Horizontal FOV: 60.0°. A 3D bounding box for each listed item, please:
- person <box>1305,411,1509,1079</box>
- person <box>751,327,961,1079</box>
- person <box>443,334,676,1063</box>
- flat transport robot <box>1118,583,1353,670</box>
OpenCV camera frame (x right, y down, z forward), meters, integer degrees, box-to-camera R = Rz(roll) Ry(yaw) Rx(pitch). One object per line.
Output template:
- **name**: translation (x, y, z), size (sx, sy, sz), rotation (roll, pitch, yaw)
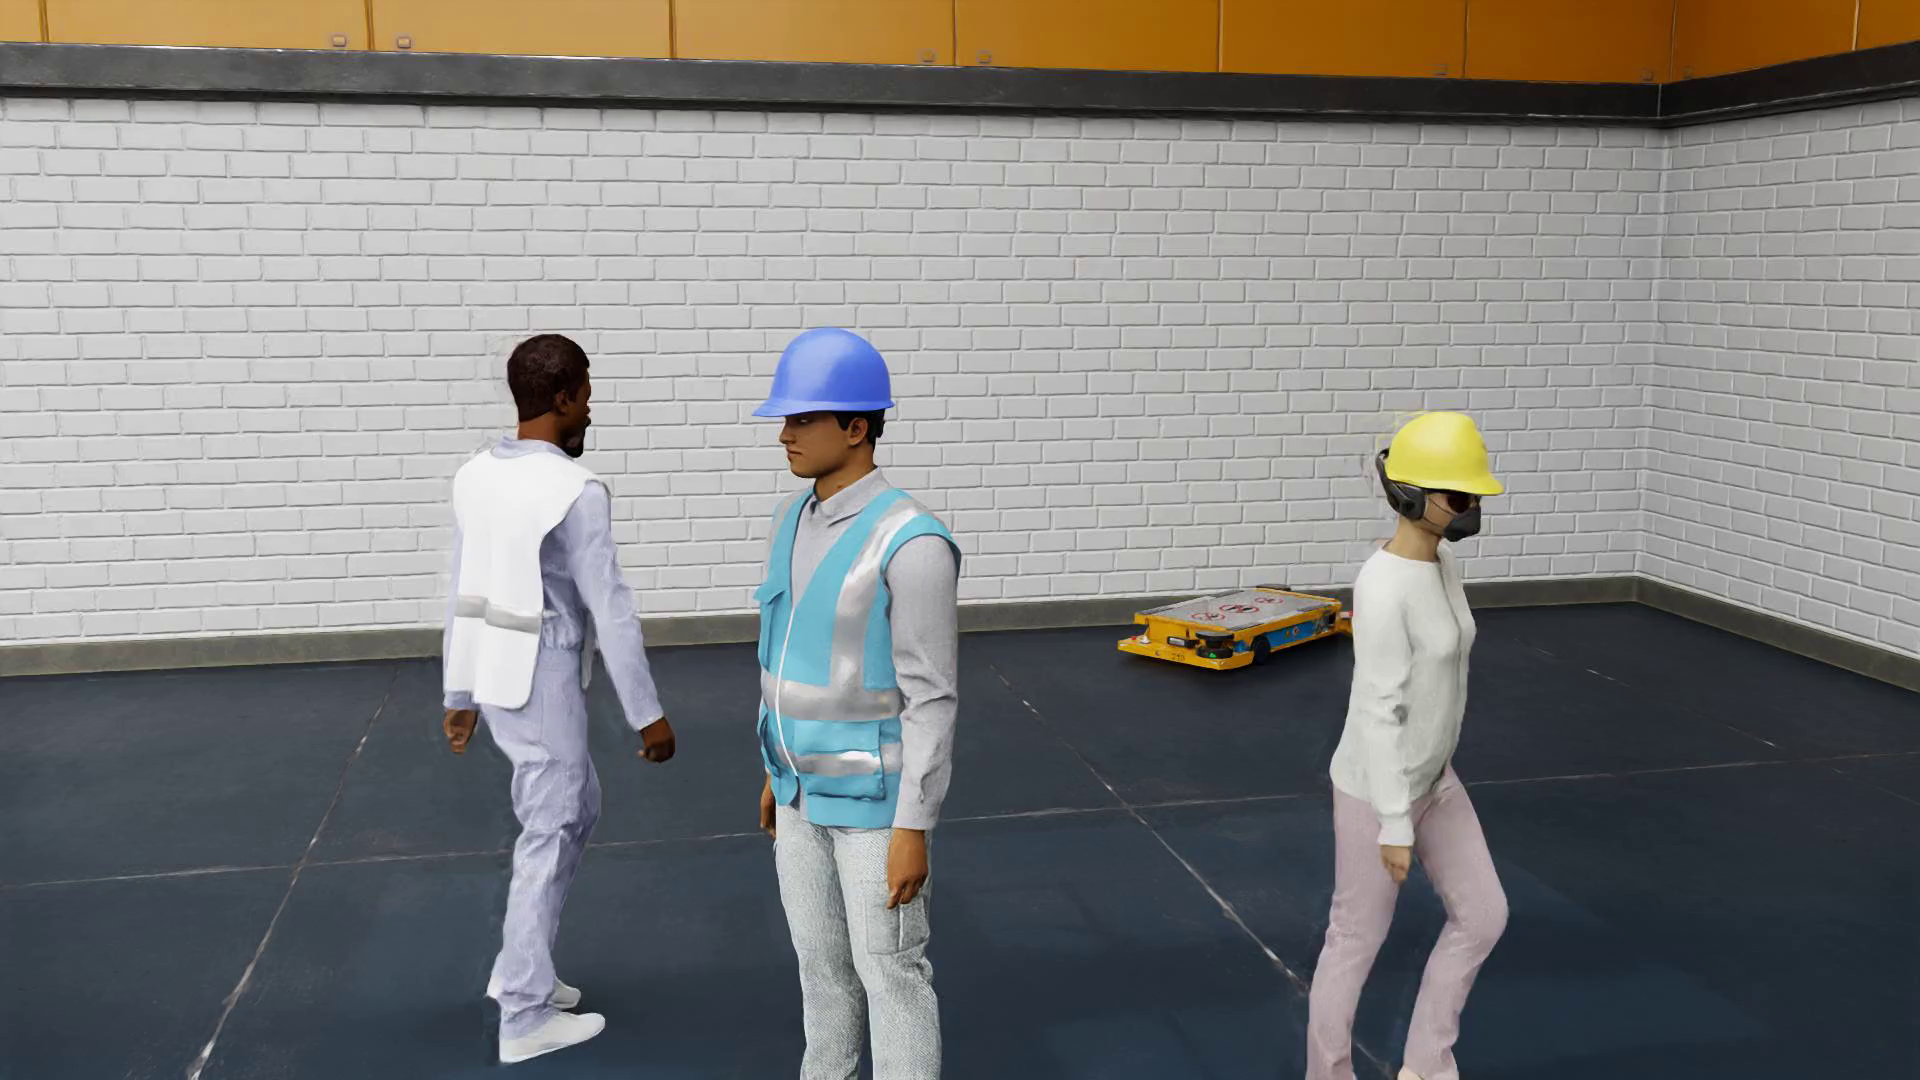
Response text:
- **person**: translation (1.075, 0.577, 3.826), size (0.591, 1.742, 0.552), rotation (6, 11, 34)
- **person**: translation (-0.243, 0.526, 3.555), size (0.391, 1.948, 0.605), rotation (-8, 12, -39)
- **person**: translation (-1.085, 0.414, 4.389), size (0.511, 1.897, 0.608), rotation (-8, 12, -41)
- **flat transport robot**: translation (1.561, 0.455, 9.083), size (0.652, 0.197, 1.431), rotation (9, 13, 43)
